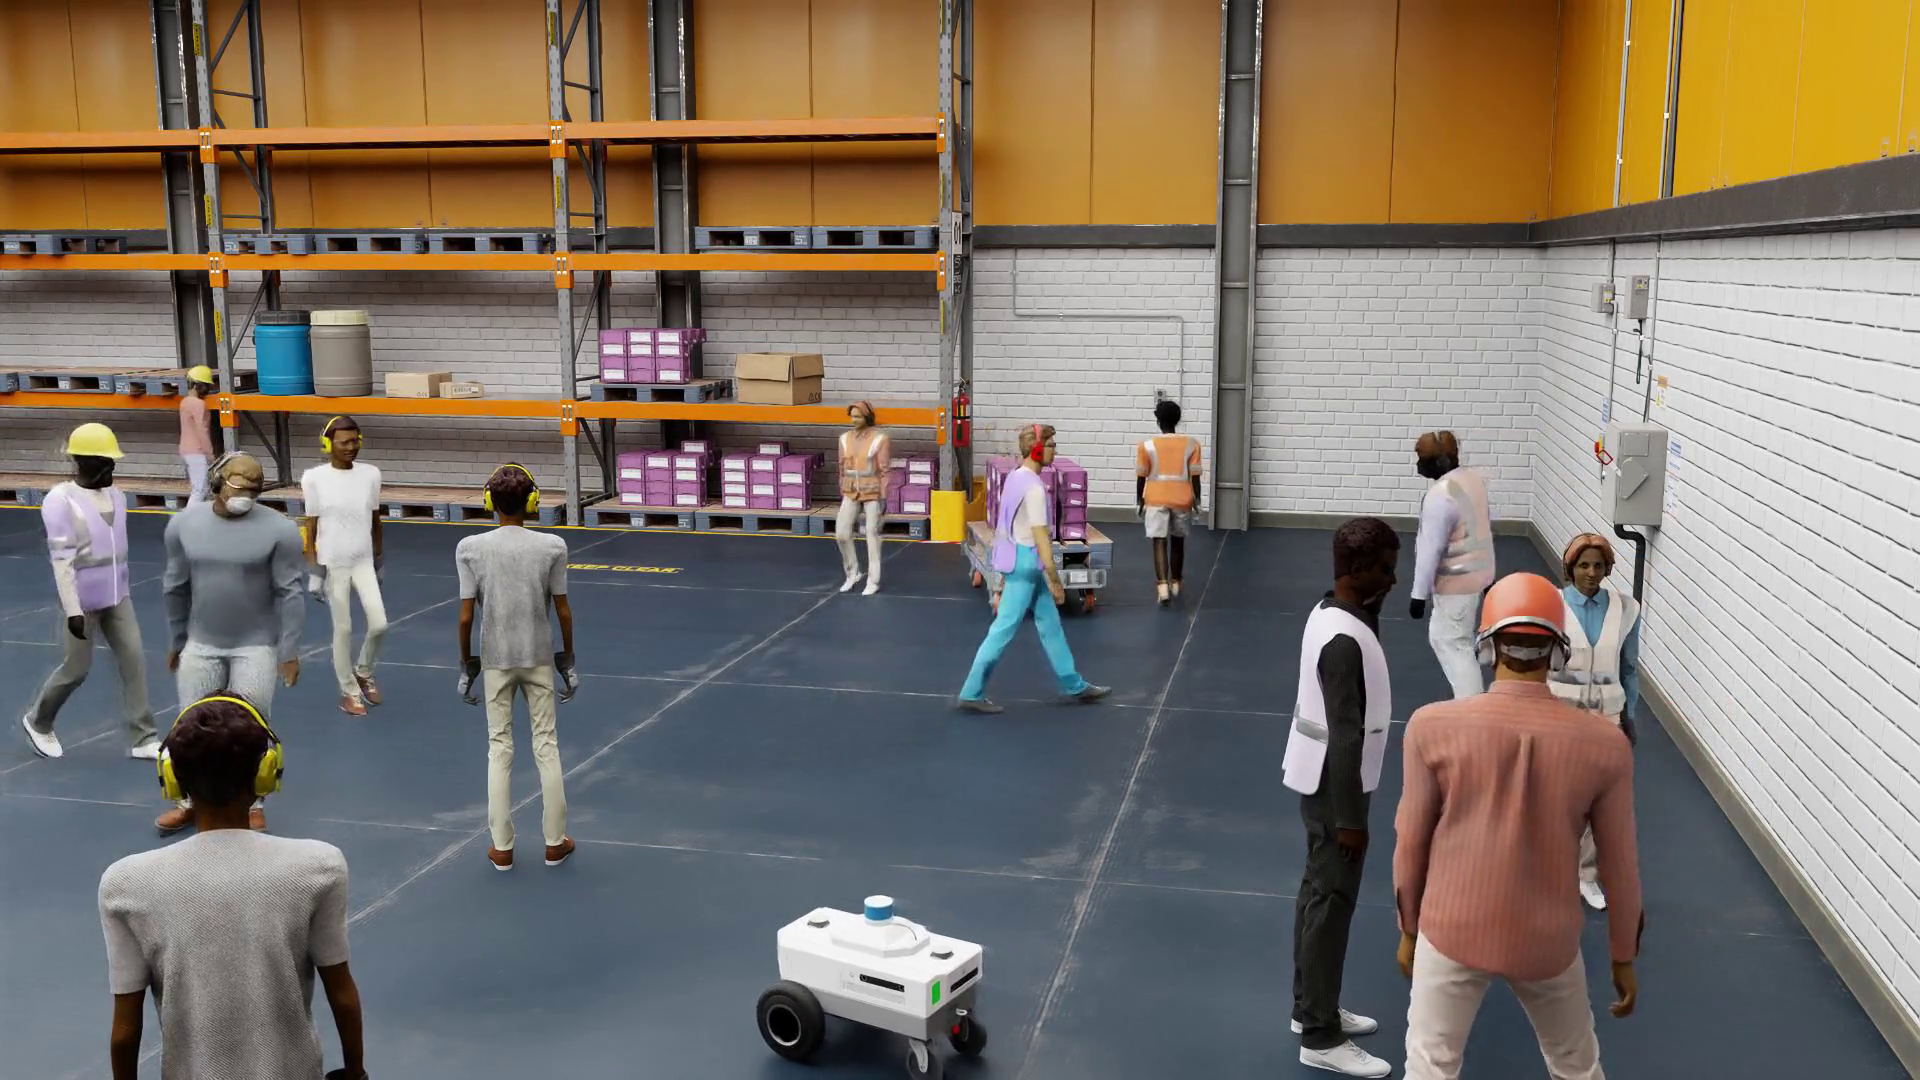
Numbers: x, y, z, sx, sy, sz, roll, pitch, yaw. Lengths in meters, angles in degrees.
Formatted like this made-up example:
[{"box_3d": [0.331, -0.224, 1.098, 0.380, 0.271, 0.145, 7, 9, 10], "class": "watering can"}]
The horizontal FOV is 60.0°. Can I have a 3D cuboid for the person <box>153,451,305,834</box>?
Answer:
[{"box_3d": [-3.485, 0.506, 7.949, 0.737, 1.893, 0.414, 0, 10, -1], "class": "person"}]

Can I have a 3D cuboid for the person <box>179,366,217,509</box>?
[{"box_3d": [-7.468, -0.810, 16.229, 0.516, 1.731, 0.734, -8, 12, -39], "class": "person"}]

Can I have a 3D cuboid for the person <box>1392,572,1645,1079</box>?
[{"box_3d": [1.572, 1.063, 4.546, 0.797, 1.945, 0.571, 1, 10, 8], "class": "person"}]

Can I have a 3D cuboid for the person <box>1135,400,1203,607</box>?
[{"box_3d": [1.690, -0.301, 13.437, 0.534, 1.652, 0.856, 0, 10, -1], "class": "person"}]

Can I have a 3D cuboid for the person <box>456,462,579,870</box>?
[{"box_3d": [-2.023, 0.576, 7.603, 0.538, 1.869, 0.312, -2, 10, -13], "class": "person"}]

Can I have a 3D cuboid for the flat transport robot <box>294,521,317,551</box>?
[{"box_3d": [-6.701, -0.067, 16.131, 0.652, 0.197, 1.431, -8, 13, -41], "class": "flat transport robot"}]

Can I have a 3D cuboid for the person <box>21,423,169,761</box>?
[{"box_3d": [-4.806, 0.298, 9.165, 0.882, 1.900, 0.594, 3, 10, 16], "class": "person"}]

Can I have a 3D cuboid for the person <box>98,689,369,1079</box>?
[{"box_3d": [-1.558, 1.248, 3.634, 0.533, 1.865, 0.311, -3, 10, -19], "class": "person"}]

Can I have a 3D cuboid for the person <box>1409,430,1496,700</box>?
[{"box_3d": [2.873, 0.264, 9.655, 0.521, 1.801, 0.649, 6, 11, 31], "class": "person"}]

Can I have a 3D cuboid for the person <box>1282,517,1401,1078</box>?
[{"box_3d": [1.310, 0.866, 5.754, 0.391, 1.915, 0.587, 1, 10, 8], "class": "person"}]

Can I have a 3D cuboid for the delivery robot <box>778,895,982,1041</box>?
[{"box_3d": [-0.281, 1.488, 5.809, 0.707, 0.478, 0.477, 6, 11, 30], "class": "delivery robot"}]

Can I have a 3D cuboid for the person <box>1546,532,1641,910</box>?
[{"box_3d": [2.632, 0.775, 7.106, 0.523, 1.638, 0.311, 0, 10, 0], "class": "person"}]

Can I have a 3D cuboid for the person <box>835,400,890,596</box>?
[{"box_3d": [-0.802, -0.336, 13.732, 0.523, 1.627, 0.400, 4, 11, 25], "class": "person"}]

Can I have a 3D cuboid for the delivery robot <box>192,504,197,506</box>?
[{"box_3d": [-6.903, -0.083, 15.111, 0.477, 0.478, 0.707, -6, 11, -32], "class": "delivery robot"}]

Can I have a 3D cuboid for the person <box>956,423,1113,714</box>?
[{"box_3d": [0.435, 0.181, 10.182, 1.015, 1.789, 0.583, -1, 10, -7], "class": "person"}]

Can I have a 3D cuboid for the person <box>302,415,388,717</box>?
[{"box_3d": [-3.724, 0.166, 10.099, 0.518, 1.855, 0.398, -8, 12, -39], "class": "person"}]
